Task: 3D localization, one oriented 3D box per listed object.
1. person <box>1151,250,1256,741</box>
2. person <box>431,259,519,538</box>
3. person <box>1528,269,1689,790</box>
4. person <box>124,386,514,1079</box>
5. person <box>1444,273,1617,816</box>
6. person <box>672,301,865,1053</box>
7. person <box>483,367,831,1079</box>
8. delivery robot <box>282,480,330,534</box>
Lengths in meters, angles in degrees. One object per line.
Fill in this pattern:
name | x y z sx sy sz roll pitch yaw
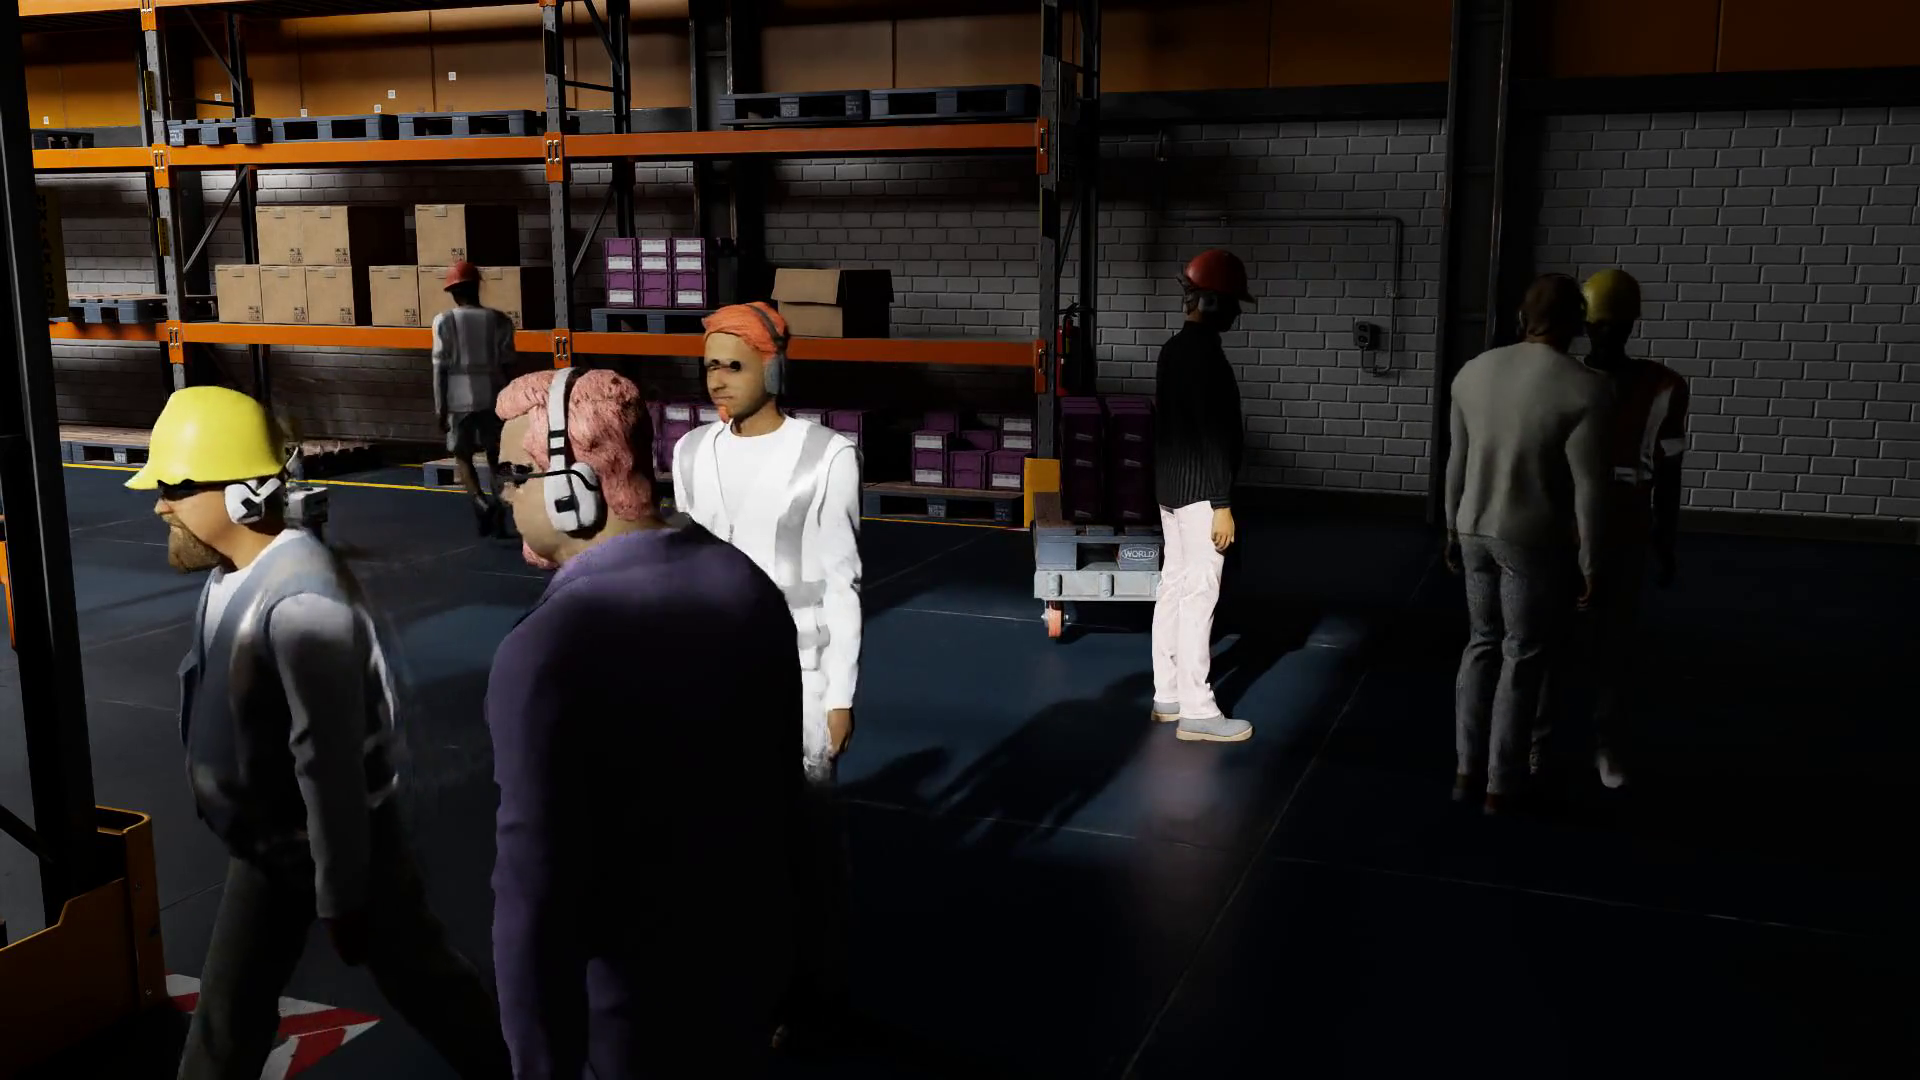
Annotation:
person | 0.992 -0.179 6.813 0.393 1.985 0.610 -2 10 -12
person | -3.224 -0.924 11.172 0.582 1.908 0.613 -5 11 -26
person | 2.343 -0.028 6.141 0.594 1.922 0.387 3 11 15
person | -1.276 0.565 3.334 1.007 1.764 0.605 -8 13 -38
person | 1.996 0.027 5.878 0.418 1.918 0.677 -7 12 -34
person | -0.488 0.343 4.212 0.578 1.878 0.346 6 12 29
person | -0.374 0.669 2.473 0.945 1.861 0.658 3 11 19
delivery robot | -4.483 -0.228 10.808 0.707 0.478 0.477 1 10 5
